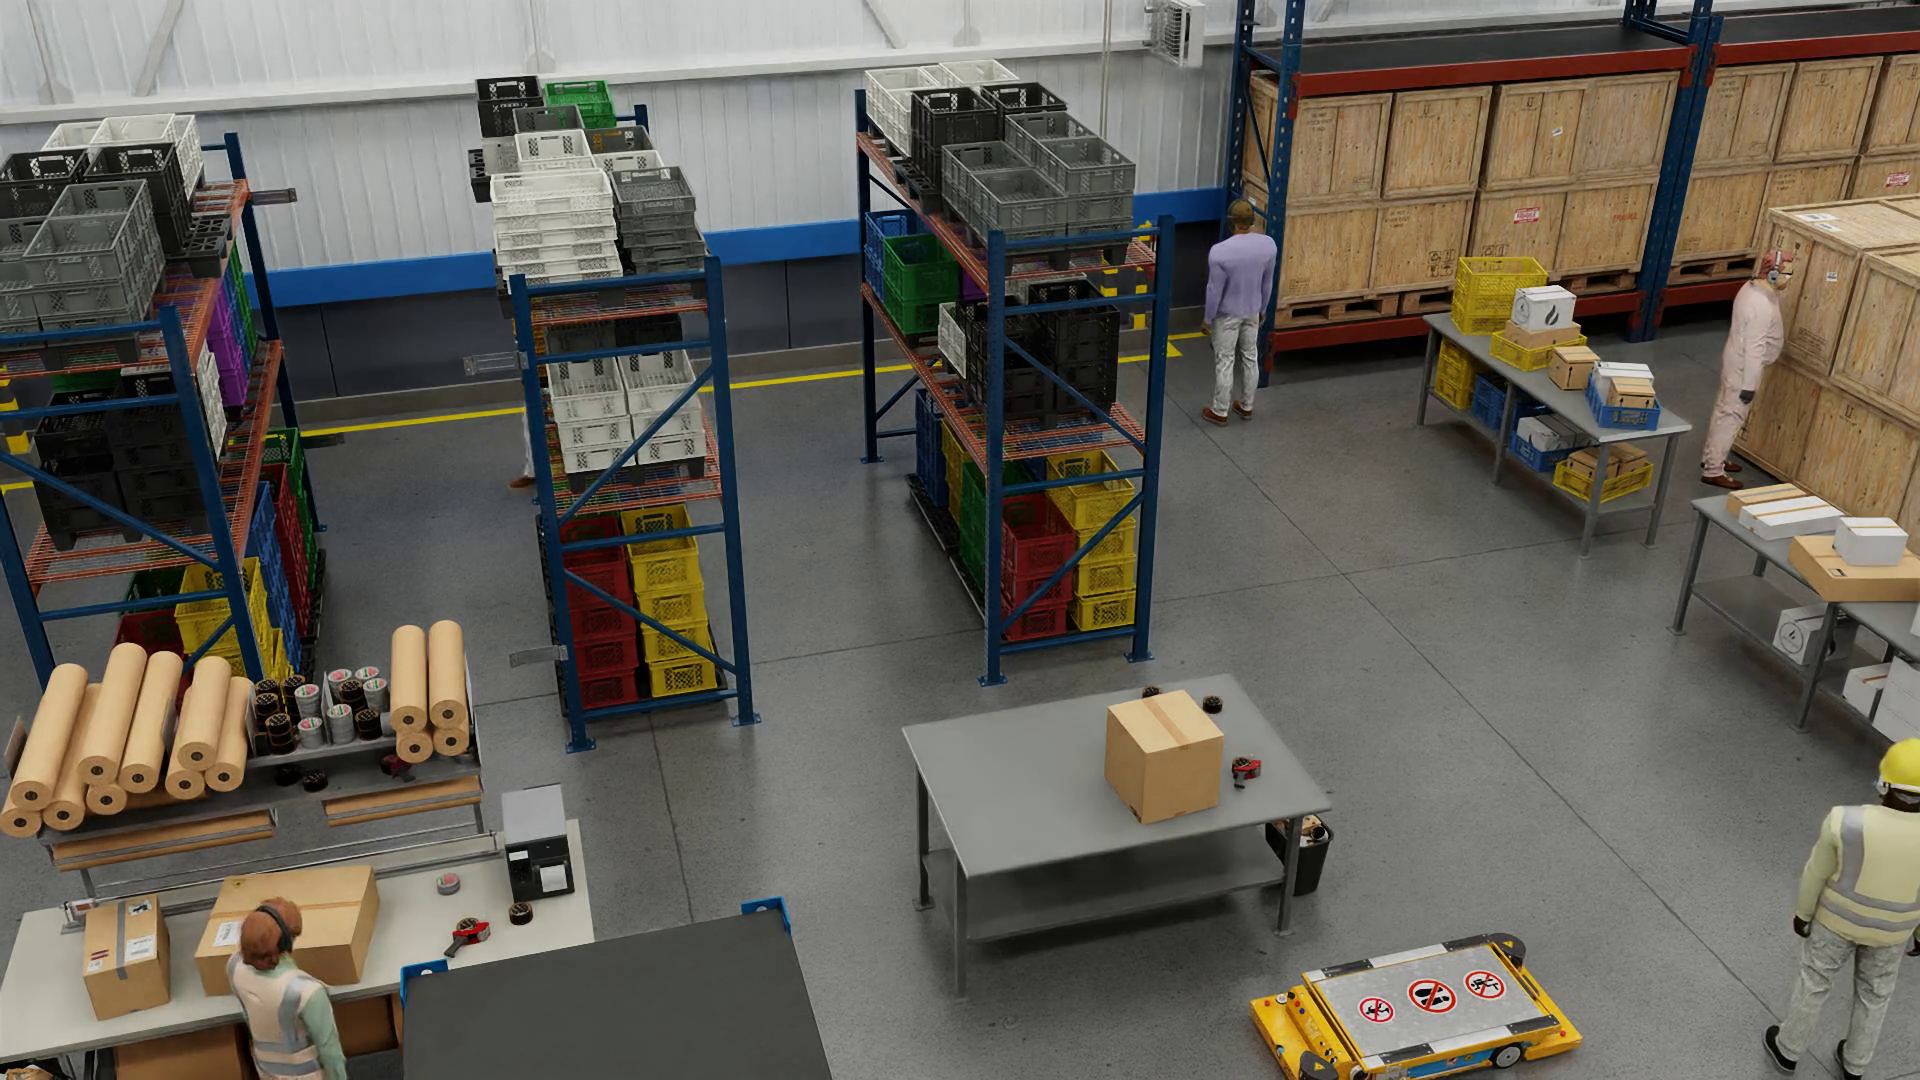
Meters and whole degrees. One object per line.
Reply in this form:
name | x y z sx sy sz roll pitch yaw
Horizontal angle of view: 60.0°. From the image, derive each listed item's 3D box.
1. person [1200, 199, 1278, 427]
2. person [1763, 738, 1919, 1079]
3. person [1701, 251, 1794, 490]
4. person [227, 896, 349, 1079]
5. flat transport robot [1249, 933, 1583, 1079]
person | 2.295 -1.882 13.844 0.627 1.934 0.370 -11 31 -20
person | 4.070 1.681 7.473 0.590 1.823 0.403 9 30 15
person | 6.102 -1.320 12.865 0.401 1.900 0.637 7 30 13
person | -2.696 2.156 6.806 0.518 1.633 0.311 15 32 25
flat transport robot | 2.184 2.282 7.980 1.431 0.197 0.652 -8 30 -14
